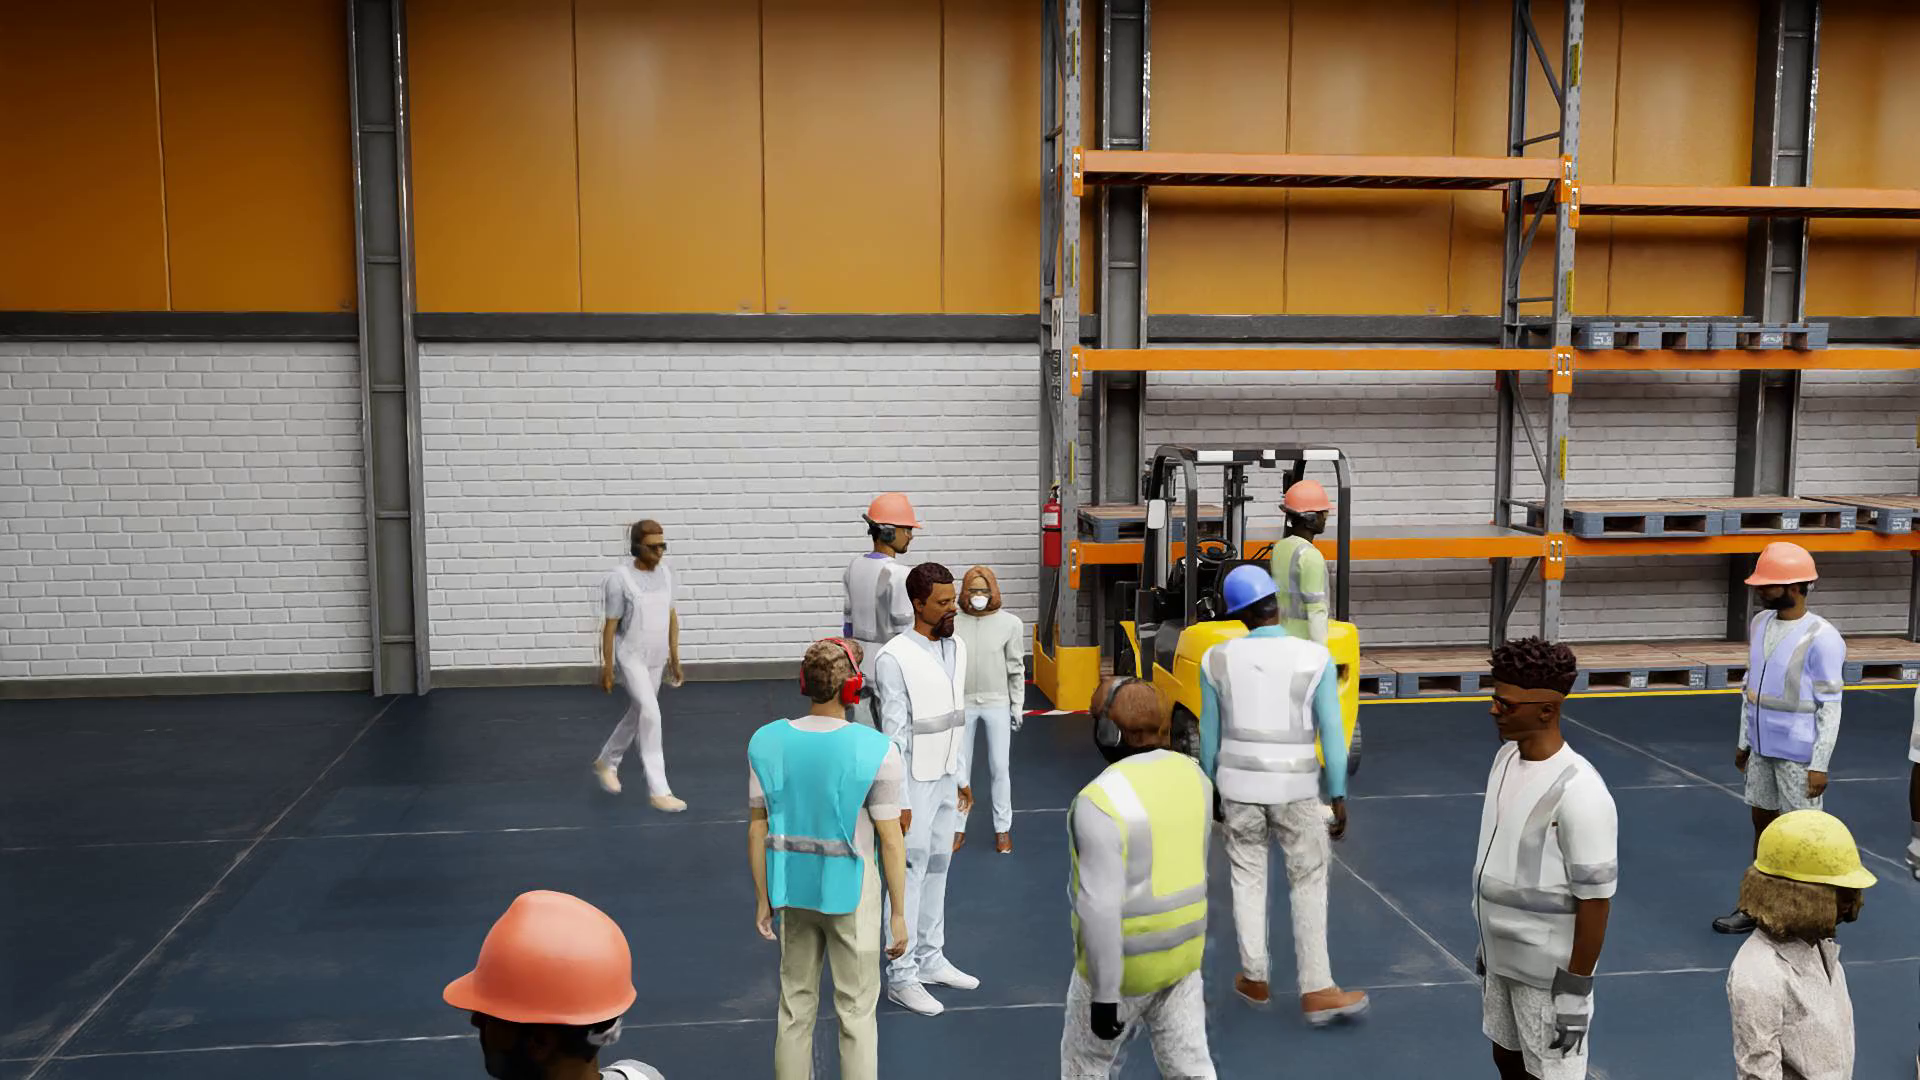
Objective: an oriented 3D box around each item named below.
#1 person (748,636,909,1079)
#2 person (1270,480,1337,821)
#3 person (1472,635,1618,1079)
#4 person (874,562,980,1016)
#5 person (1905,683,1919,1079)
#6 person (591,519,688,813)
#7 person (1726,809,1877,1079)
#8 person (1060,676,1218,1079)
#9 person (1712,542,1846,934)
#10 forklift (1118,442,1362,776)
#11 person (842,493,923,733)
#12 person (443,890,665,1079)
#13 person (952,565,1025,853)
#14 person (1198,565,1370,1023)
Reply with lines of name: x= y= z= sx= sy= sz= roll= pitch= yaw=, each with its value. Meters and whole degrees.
person: x=-0.458 y=1.252 z=5.705 sx=0.572 sy=1.843 sz=0.373 roll=2 pitch=7 yaw=20
person: x=2.073 y=0.658 z=10.032 sx=0.367 sy=2.048 sz=0.607 roll=-1 pitch=7 yaw=-13
person: x=1.747 y=1.262 z=5.087 sx=0.361 sy=1.964 sz=0.617 roll=-1 pitch=7 yaw=-7
person: x=-0.150 y=1.046 z=7.195 sx=0.392 sy=1.920 sz=0.593 roll=4 pitch=7 yaw=29
person: x=3.935 y=1.122 z=6.332 sx=0.613 sy=1.962 sz=0.361 roll=1 pitch=7 yaw=9
person: x=-2.042 y=0.747 z=10.335 sx=0.890 sy=1.809 sz=0.499 roll=5 pitch=8 yaw=36
person: x=1.988 y=1.499 z=3.989 sx=0.294 sy=1.744 sz=0.486 roll=6 pitch=9 yaw=40
person: x=0.618 y=1.332 z=5.285 sx=0.651 sy=1.795 sz=0.922 roll=-6 pitch=9 yaw=-43
person: x=3.851 y=0.969 z=7.808 sx=0.376 sy=1.933 sz=0.544 roll=-2 pitch=7 yaw=-14
forklift: x=1.912 y=0.418 z=11.496 sx=1.214 sy=2.155 sz=2.313 roll=-1 pitch=7 yaw=-8
person: x=-0.402 y=0.755 z=9.220 sx=0.395 sy=2.039 sz=0.607 roll=-5 pitch=8 yaw=-35
person: x=-0.660 y=1.536 z=2.800 sx=0.353 sy=1.942 sz=0.546 roll=1 pitch=7 yaw=7
person: x=0.113 y=0.947 z=9.340 sx=0.505 sy=1.627 sz=0.278 roll=0 pitch=7 yaw=4
person: x=1.372 y=1.067 z=7.110 sx=0.751 sy=1.895 sz=0.496 roll=3 pitch=7 yaw=24
